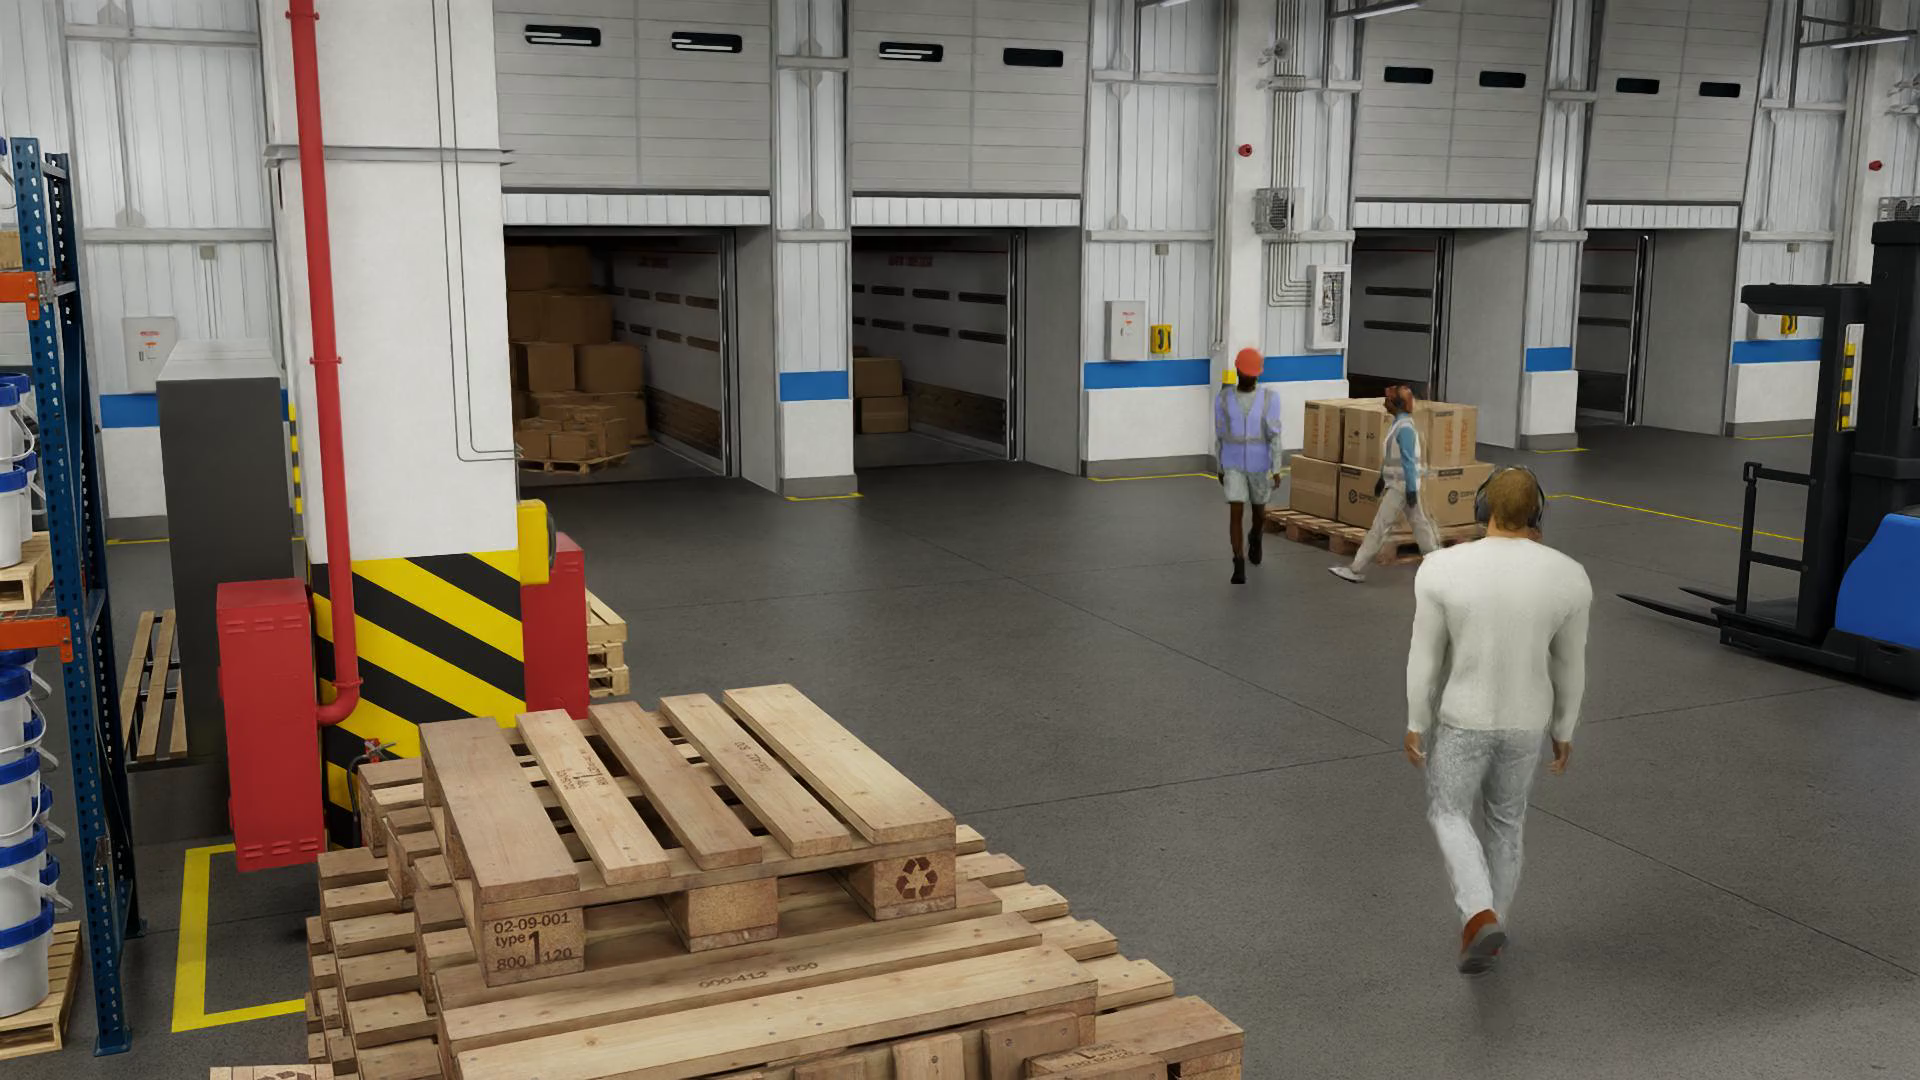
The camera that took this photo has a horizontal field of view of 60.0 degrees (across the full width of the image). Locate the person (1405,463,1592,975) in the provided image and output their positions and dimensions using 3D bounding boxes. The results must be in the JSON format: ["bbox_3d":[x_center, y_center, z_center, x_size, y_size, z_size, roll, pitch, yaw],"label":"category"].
[{"bbox_3d":[1.964,0.680,6.086,0.640,1.918,0.619,1,10,4],"label":"person"}]

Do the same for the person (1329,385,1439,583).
[{"bbox_3d":[3.428,-0.421,13.078,0.929,1.582,0.519,3,11,14],"label":"person"}]

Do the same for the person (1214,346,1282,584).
[{"bbox_3d":[2.321,-0.634,13.420,0.550,1.896,0.859,2,11,13],"label":"person"}]

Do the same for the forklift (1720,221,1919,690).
[{"bbox_3d":[5.949,-0.550,10.218,1.129,2.768,1.873,-4,11,-23],"label":"forklift"}]
